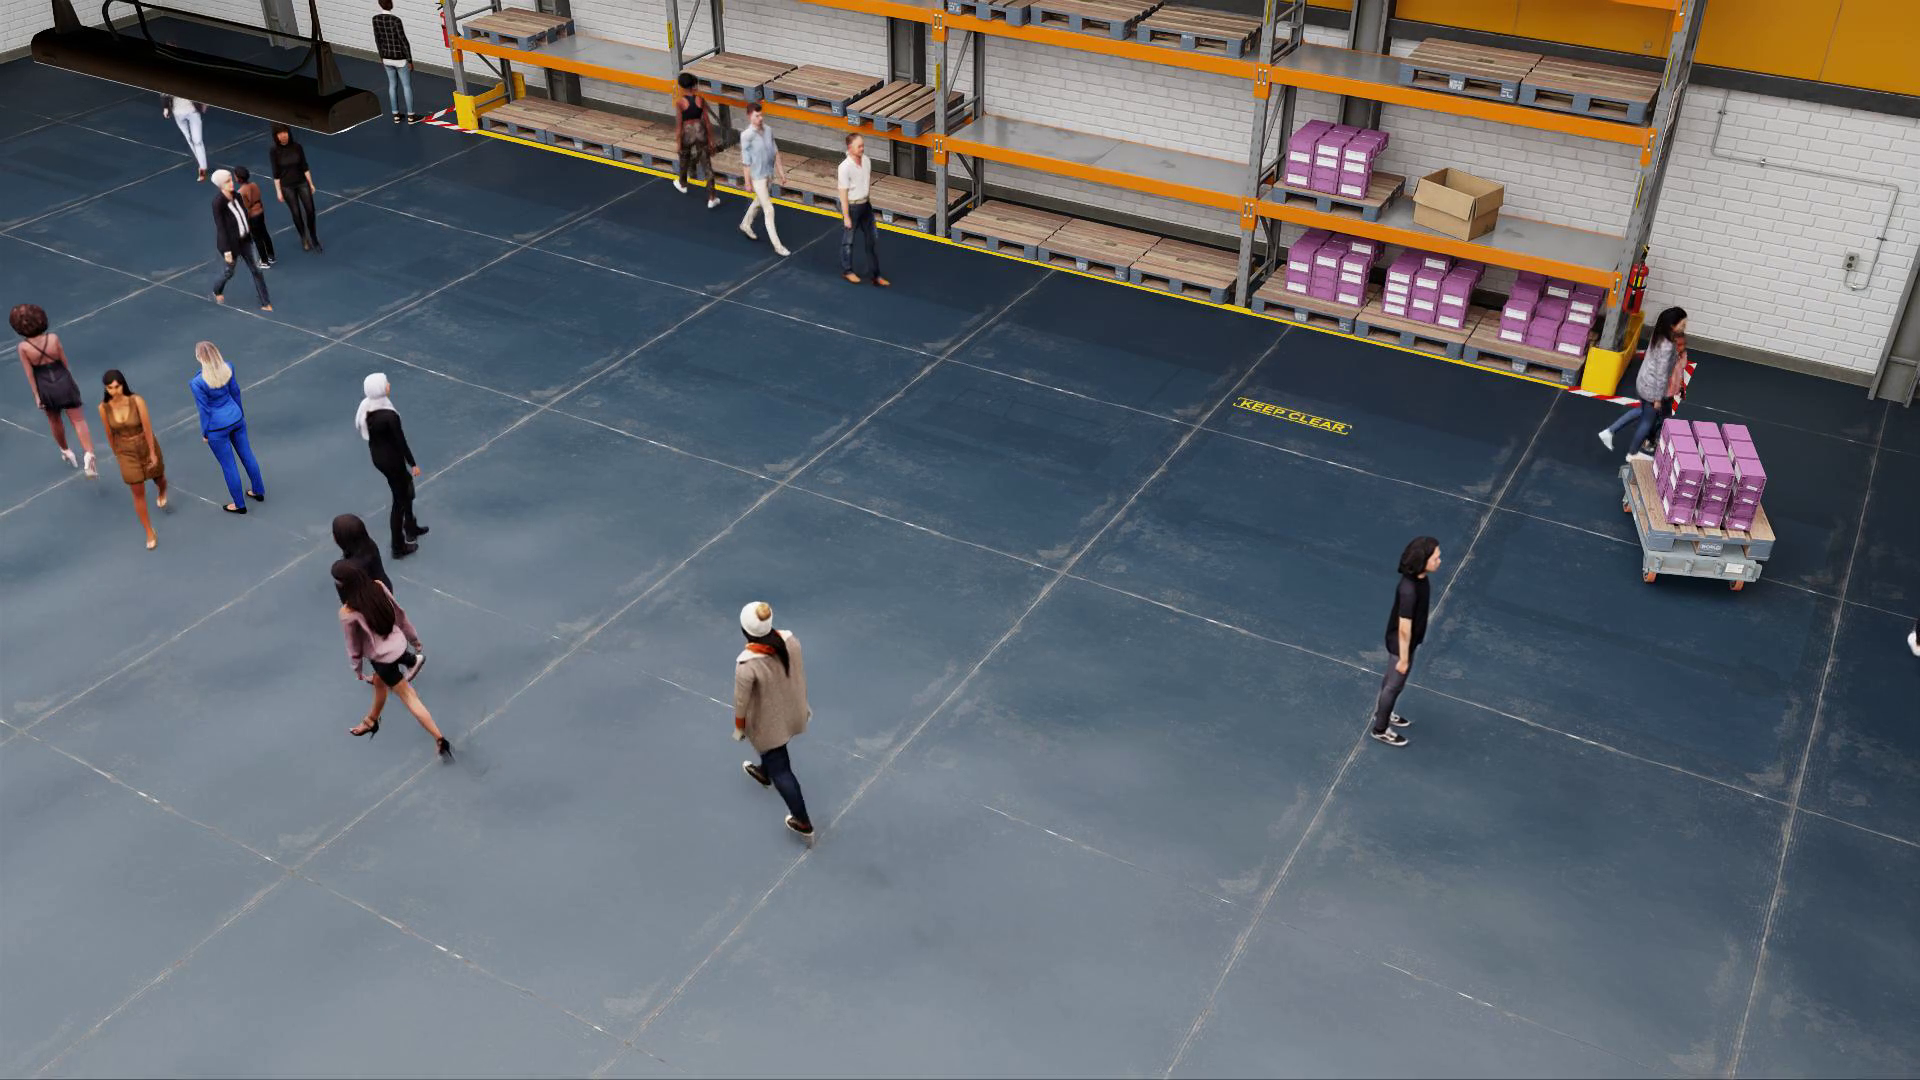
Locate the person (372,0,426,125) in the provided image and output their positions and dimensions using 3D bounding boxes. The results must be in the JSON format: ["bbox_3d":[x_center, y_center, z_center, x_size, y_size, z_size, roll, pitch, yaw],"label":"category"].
[{"bbox_3d":[-8.089,-6.883,23.806,0.588,1.821,0.774,9,35,13],"label":"person"}]

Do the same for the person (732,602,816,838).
[{"bbox_3d":[-1.248,1.253,11.543,1.236,1.847,0.873,28,43,35],"label":"person"}]

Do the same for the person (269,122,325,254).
[{"bbox_3d":[-8.051,-4.290,20.083,0.754,1.625,0.805,-18,38,-25],"label":"person"}]

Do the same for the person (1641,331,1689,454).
[{"bbox_3d":[6.780,-1.464,16.125,0.548,1.299,0.476,20,38,27],"label":"person"}]

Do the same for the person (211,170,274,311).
[{"bbox_3d":[-8.276,-3.310,18.757,1.135,1.741,0.783,15,36,21],"label":"person"}]

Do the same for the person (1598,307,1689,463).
[{"bbox_3d":[6.461,-1.444,15.725,0.912,1.709,0.810,0,34,0],"label":"person"}]

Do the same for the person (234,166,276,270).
[{"bbox_3d":[-8.386,-3.845,19.748,0.544,1.253,0.568,7,34,11],"label":"person"}]

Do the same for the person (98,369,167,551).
[{"bbox_3d":[-7.294,-0.802,14.811,0.960,1.651,1.080,-11,35,-16],"label":"person"}]

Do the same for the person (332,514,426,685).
[{"bbox_3d":[-4.489,0.483,12.921,0.915,1.604,0.857,-10,35,-14],"label":"person"}]

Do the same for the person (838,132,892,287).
[{"bbox_3d":[-1.276,-3.851,19.232,0.849,1.834,1.044,-29,43,-36],"label":"person"}]

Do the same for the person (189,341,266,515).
[{"bbox_3d":[-6.672,-1.039,15.122,0.554,1.701,0.622,15,37,22],"label":"person"}]

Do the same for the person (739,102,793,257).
[{"bbox_3d":[-2.454,-4.397,20.077,1.240,1.810,0.771,24,41,32],"label":"person"}]

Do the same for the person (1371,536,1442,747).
[{"bbox_3d":[3.294,0.718,12.366,0.581,1.827,0.658,12,35,17],"label":"person"}]

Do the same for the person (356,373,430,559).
[{"bbox_3d":[-5.001,-0.601,14.408,0.669,1.762,0.732,24,41,32],"label":"person"}]

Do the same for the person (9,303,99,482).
[{"bbox_3d":[-8.396,-1.333,15.517,0.872,1.754,1.125,-20,38,-27],"label":"person"}]

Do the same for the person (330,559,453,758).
[{"bbox_3d":[-4.112,0.899,12.170,1.125,1.742,0.777,16,37,22],"label":"person"}]

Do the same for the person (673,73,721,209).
[{"bbox_3d":[-3.382,-5.059,21.221,1.063,1.645,1.215,-11,35,-15],"label":"person"}]

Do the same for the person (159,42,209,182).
[{"bbox_3d":[-10.253,-5.710,22.056,1.134,1.804,1.164,-6,34,-9],"label":"person"}]
